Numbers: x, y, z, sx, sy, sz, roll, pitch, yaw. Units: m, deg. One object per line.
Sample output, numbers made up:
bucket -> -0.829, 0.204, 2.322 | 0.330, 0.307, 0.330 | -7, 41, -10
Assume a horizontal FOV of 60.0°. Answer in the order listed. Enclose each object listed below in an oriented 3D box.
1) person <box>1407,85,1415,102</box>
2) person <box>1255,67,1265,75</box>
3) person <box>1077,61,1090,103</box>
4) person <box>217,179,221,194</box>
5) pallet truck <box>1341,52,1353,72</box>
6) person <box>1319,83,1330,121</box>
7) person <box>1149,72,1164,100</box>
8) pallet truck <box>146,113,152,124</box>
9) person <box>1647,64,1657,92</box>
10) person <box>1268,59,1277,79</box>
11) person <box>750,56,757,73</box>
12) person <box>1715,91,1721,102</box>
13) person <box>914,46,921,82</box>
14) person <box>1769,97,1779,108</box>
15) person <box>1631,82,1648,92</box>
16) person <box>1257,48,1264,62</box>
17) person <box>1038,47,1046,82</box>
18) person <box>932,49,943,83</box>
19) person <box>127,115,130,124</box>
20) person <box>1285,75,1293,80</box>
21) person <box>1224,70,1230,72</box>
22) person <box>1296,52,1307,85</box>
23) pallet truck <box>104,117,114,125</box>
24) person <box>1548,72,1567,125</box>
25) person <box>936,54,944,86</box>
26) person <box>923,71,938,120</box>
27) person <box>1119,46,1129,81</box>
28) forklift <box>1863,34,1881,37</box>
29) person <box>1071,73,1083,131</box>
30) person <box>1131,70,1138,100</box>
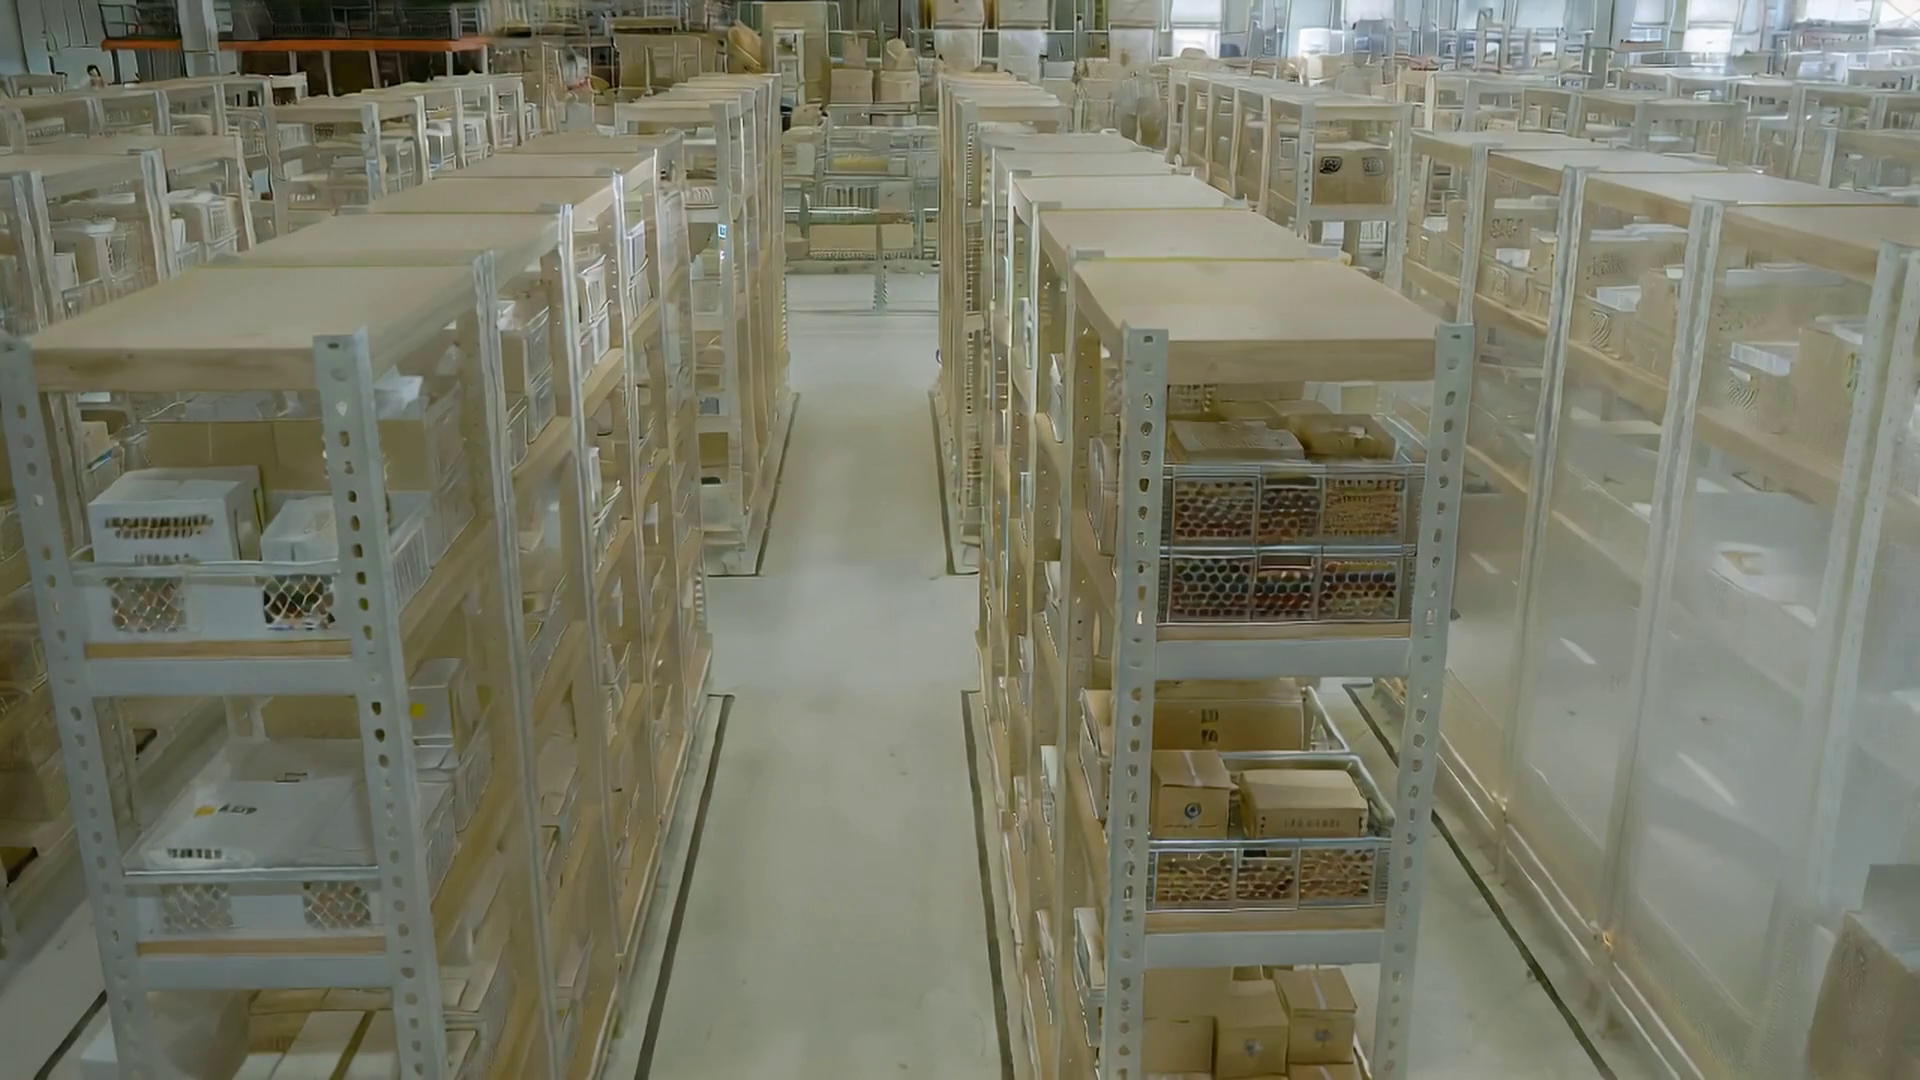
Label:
person -> 15.383, -14.759, 56.956 | 0.375, 1.617, 0.521 | 9, 20, 25
person -> 12.224, -18.404, 67.949 | 0.608, 1.813, 1.180 | 7, 19, 20
person -> 5.399, -20.374, 74.031 | 0.907, 1.816, 0.518 | -8, 20, -24
person -> -16.055, -8.252, 36.358 | 0.409, 1.909, 0.640 | 13, 22, 34
pallet truck -> 18.794, -23.123, 82.231 | 0.823, 1.965, 1.885 | -13, 22, -35
person -> 12.436, -14.692, 56.636 | 0.410, 1.683, 0.528 | -11, 21, -30
person -> 7.532, -17.006, 63.696 | 0.534, 1.771, 0.359 | -1, 18, -4
pallet truck -> -18.087, -8.309, 36.390 | 1.885, 1.965, 0.823 | -1, 18, -4
person -> 30.788, -20.408, 74.034 | 0.574, 1.876, 0.355 | -6, 19, -19
person -> 15.119, -22.398, 80.486 | 0.535, 1.694, 0.321 | -14, 23, -38
person -> -9.890, -22.399, 80.235 | 0.839, 1.843, 0.586 | -10, 21, -29
person -> 25.935, -14.768, 56.411 | 0.619, 1.976, 0.643 | 8, 19, 22
person -> -2.503, -26.898, 94.009 | 0.602, 1.938, 0.400 | 8, 20, 23
person -> 32.125, -17.503, 65.459 | 0.513, 1.610, 0.746 | -5, 19, -16
person -> 23.849, -15.425, 58.341 | 0.535, 2.000, 0.681 | -8, 20, -23
person -> 16.302, -25.723, 90.373 | 0.372, 1.934, 0.551 | 0, 18, 0
person -> 4.657, -26.882, 94.003 | 0.405, 1.917, 0.595 | -9, 20, -26
person -> -1.240, -25.982, 91.330 | 0.626, 1.844, 0.429 | -8, 19, -23
person -> -20.410, -9.953, 41.401 | 0.378, 2.045, 0.605 | 8, 20, 24
person -> 11.549, -15.232, 57.950 | 0.733, 1.914, 0.544 | -2, 18, -7
person -> 9.825, -16.398, 61.546 | 0.496, 1.911, 0.536 | 16, 24, 40
person -> 17.076, -23.377, 83.114 | 0.364, 1.938, 0.636 | -17, 24, -42
pallet truck -> -18.367, -7.885, 35.078 | 1.885, 1.965, 0.823 | 1, 18, 2
person -> 21.874, -16.111, 60.707 | 0.784, 1.892, 0.599 | -11, 21, -31
person -> -1.014, -25.034, 88.621 | 0.494, 1.700, 0.893 | -8, 20, -24
person -> -1.002, -16.832, 63.038 | 0.869, 1.829, 0.508 | 1, 18, 2
person -> 9.285, -26.916, 94.014 | 0.623, 1.975, 0.436 | 9, 20, 26
forklift -> 45.817, -24.194, 84.132 | 1.129, 2.768, 1.873 | 12, 21, 33
person -> 4.014, -15.192, 57.738 | 0.367, 1.966, 0.605 | -8, 20, -24
person -> 6.839, -17.365, 64.697 | 0.995, 1.822, 0.529 | -5, 18, -14
